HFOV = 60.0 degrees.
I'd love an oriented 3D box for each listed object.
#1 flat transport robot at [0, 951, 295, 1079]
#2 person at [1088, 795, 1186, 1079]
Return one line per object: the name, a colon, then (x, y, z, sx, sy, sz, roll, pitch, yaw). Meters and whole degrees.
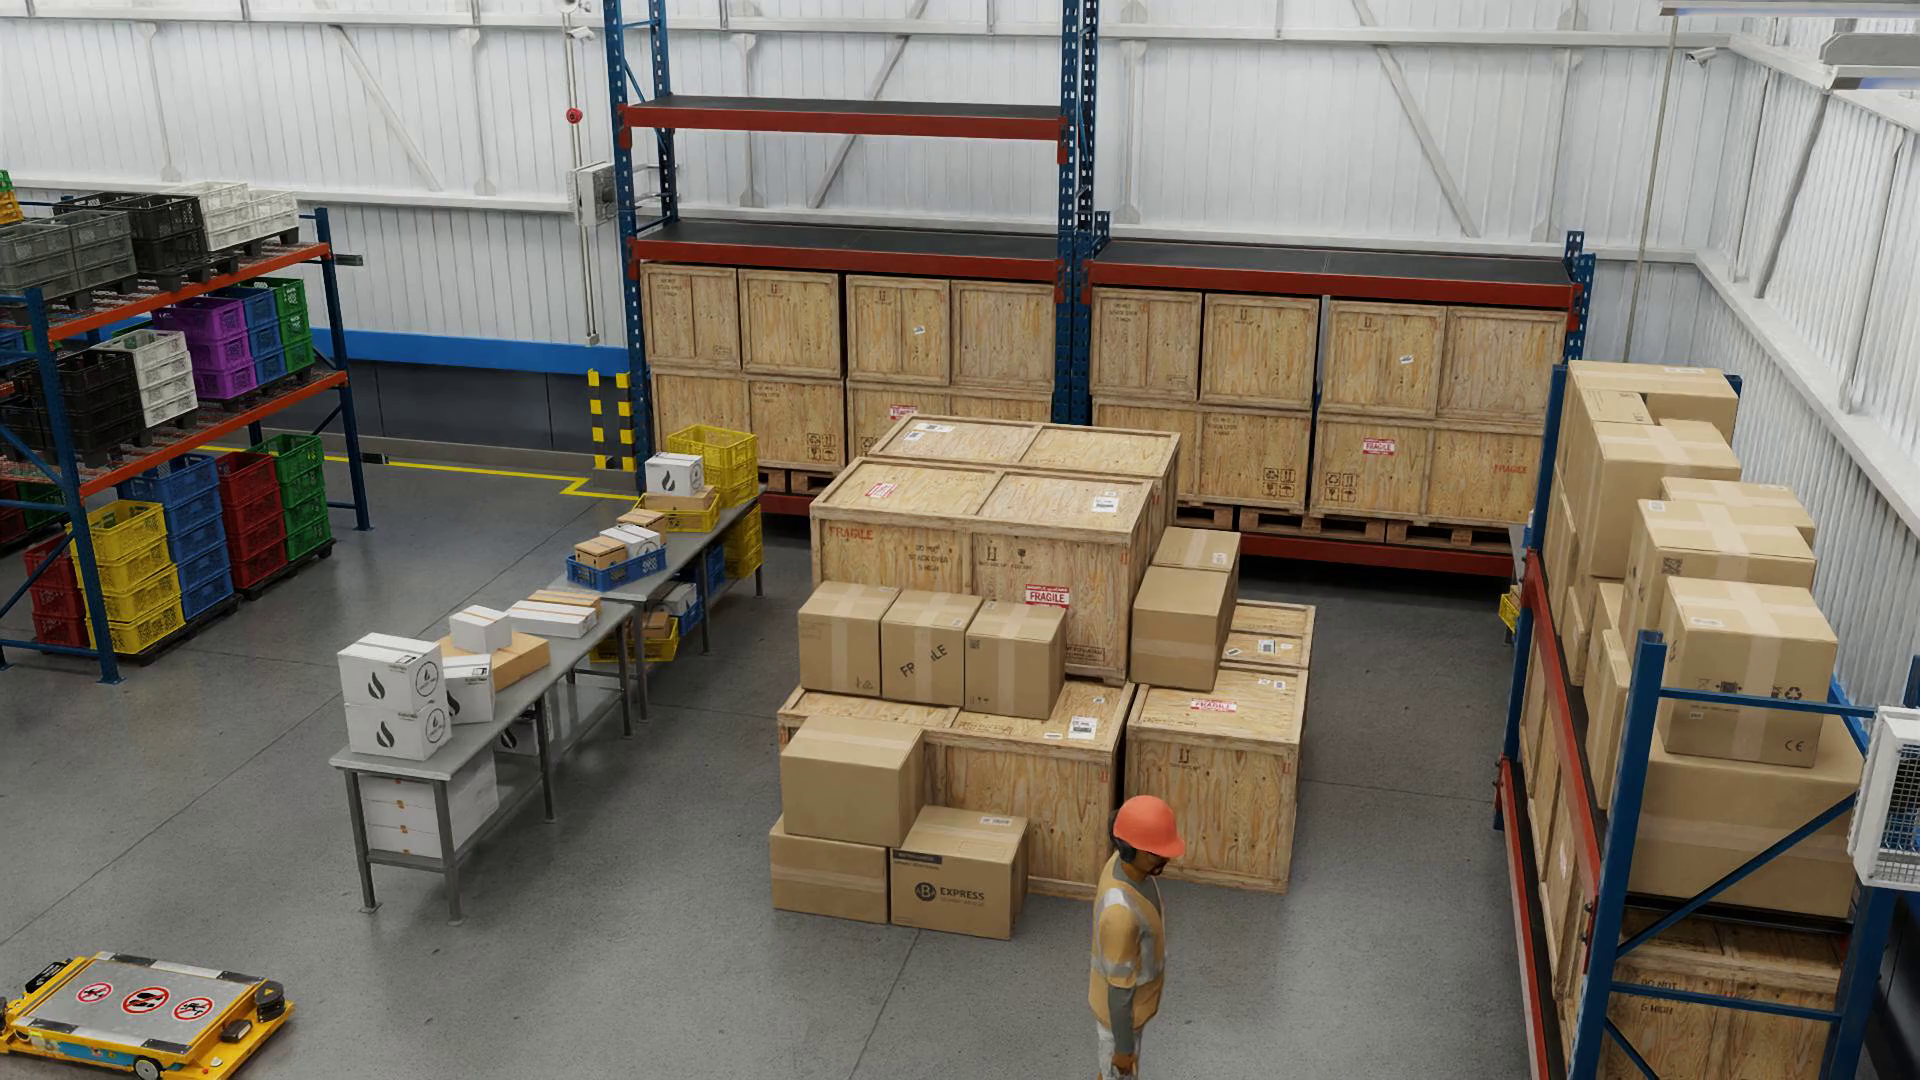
flat transport robot: (-4.270, 2.464, 8.601, 1.431, 0.231, 0.659, 5, 22, 13)
person: (0.758, 2.022, 7.281, 0.385, 2.037, 0.612, 4, 21, 9)
